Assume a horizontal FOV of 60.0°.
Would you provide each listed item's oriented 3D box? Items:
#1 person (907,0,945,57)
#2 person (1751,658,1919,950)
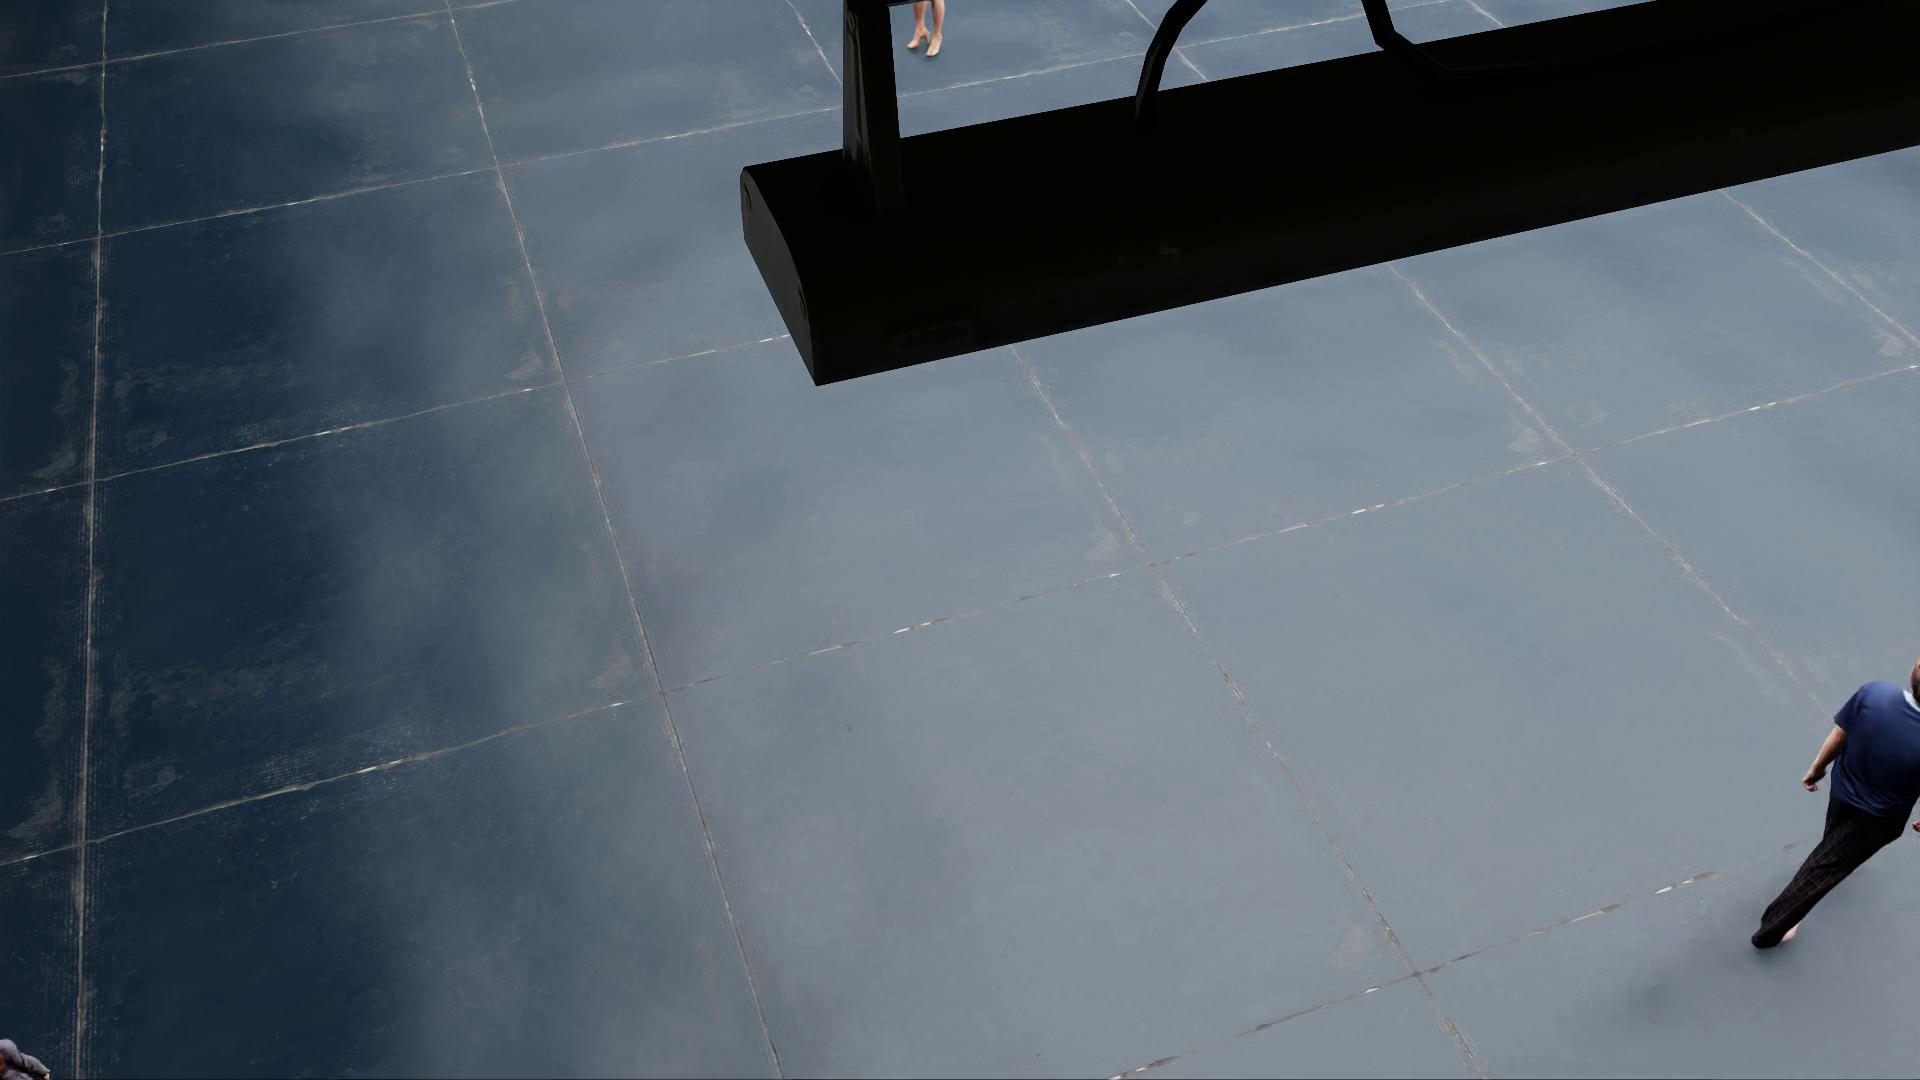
[{"bbox_3d":[-0.304,-5.010,14.218,0.729,1.773,0.822,31,51,29],"label":"person"},{"bbox_3d":[4.027,1.228,7.504,0.903,1.818,1.161,-23,48,-23],"label":"person"}]
